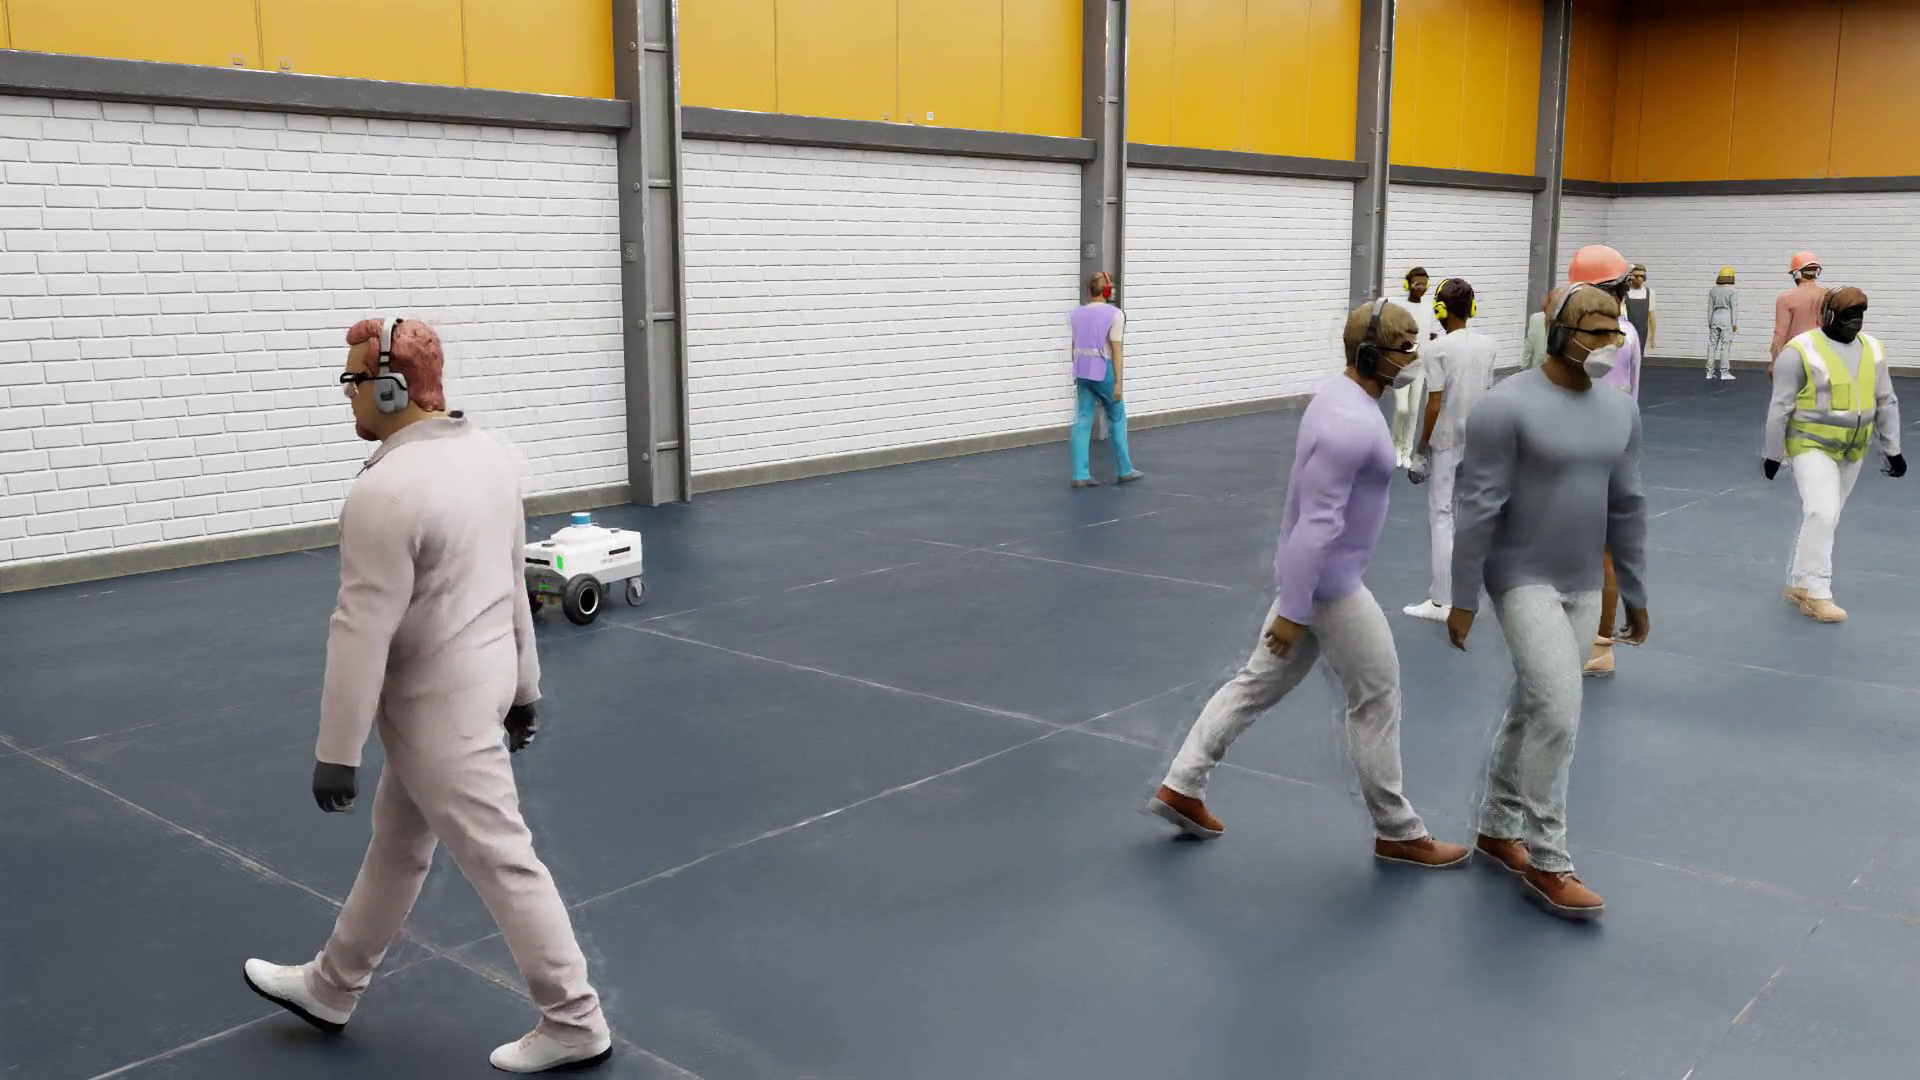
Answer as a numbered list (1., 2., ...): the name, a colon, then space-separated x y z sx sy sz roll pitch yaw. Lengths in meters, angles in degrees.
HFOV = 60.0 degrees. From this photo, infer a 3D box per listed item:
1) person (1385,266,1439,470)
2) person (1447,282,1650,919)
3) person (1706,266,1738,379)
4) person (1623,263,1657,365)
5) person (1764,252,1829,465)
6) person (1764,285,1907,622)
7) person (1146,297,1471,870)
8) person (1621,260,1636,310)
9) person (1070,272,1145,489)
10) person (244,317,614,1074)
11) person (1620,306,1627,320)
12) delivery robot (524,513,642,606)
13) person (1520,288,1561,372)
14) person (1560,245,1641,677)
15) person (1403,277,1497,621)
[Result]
1. person: 4.117 -1.557 15.168 0.559 1.854 0.397 -1 10 -7
2. person: 1.887 0.182 5.100 0.662 1.910 0.781 -5 11 -27
3. person: 11.818 -3.360 25.756 0.295 1.744 0.484 -6 12 -32
4. person: 8.445 -2.544 20.867 0.520 1.828 0.420 0 10 2
5. person: 7.860 -1.690 15.562 0.609 1.986 0.391 -1 10 -7
6. person: 4.819 -0.472 9.097 0.647 1.810 0.764 -2 10 -13
7. person: 1.131 0.145 5.457 1.052 1.883 0.673 2 10 9
8. person: 6.314 -1.801 16.421 0.833 1.915 0.545 -1 10 -8
9. person: 1.250 -1.359 14.135 0.606 1.813 0.854 9 13 42
10. person: -1.334 0.399 4.036 1.038 1.852 0.663 1 10 5
11. person: 5.404 -1.404 14.310 0.582 1.859 0.826 -2 10 -9
12. delivery robot: -2.092 0.092 9.217 0.477 0.478 0.707 6 12 29
13. person: 6.180 -1.832 17.426 0.557 1.607 0.550 8 13 38
14. person: 2.995 -0.365 7.883 0.389 2.034 0.605 4 11 20
15. person: 2.670 -0.484 9.061 0.519 1.859 0.327 -5 11 -28
